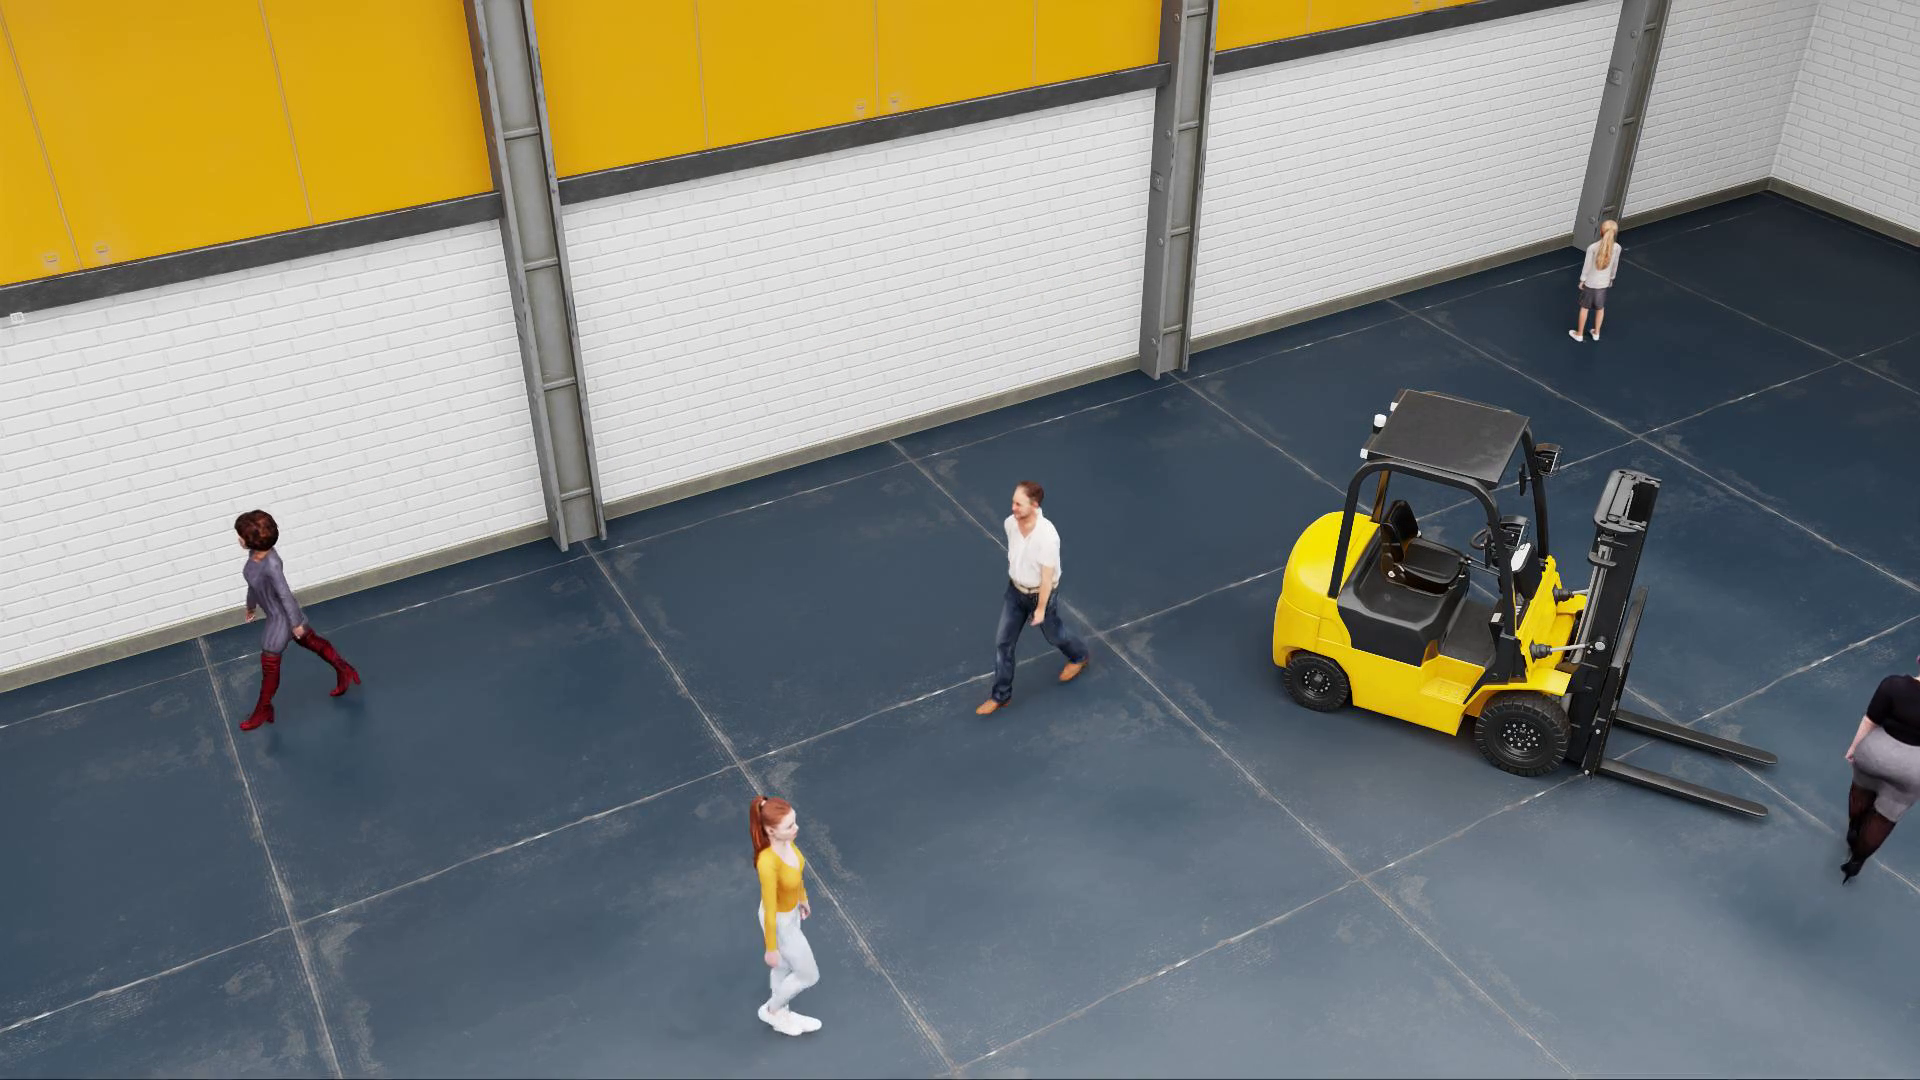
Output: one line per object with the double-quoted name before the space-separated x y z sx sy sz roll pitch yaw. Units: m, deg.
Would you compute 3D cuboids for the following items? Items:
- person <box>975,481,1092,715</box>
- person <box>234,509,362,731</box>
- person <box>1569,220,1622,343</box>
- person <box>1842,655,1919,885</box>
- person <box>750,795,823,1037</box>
"person" 0.604 0.361 11.692 1.321 1.819 0.852 -27 42 -34
"person" -4.644 0.514 11.604 1.096 1.662 0.627 -20 39 -28
"person" 6.375 -2.601 16.641 0.568 1.275 0.650 -2 34 -3
"person" 5.694 1.423 10.181 0.837 1.725 0.901 24 41 32
"person" -1.060 2.097 9.151 0.766 1.741 0.728 2 34 3
